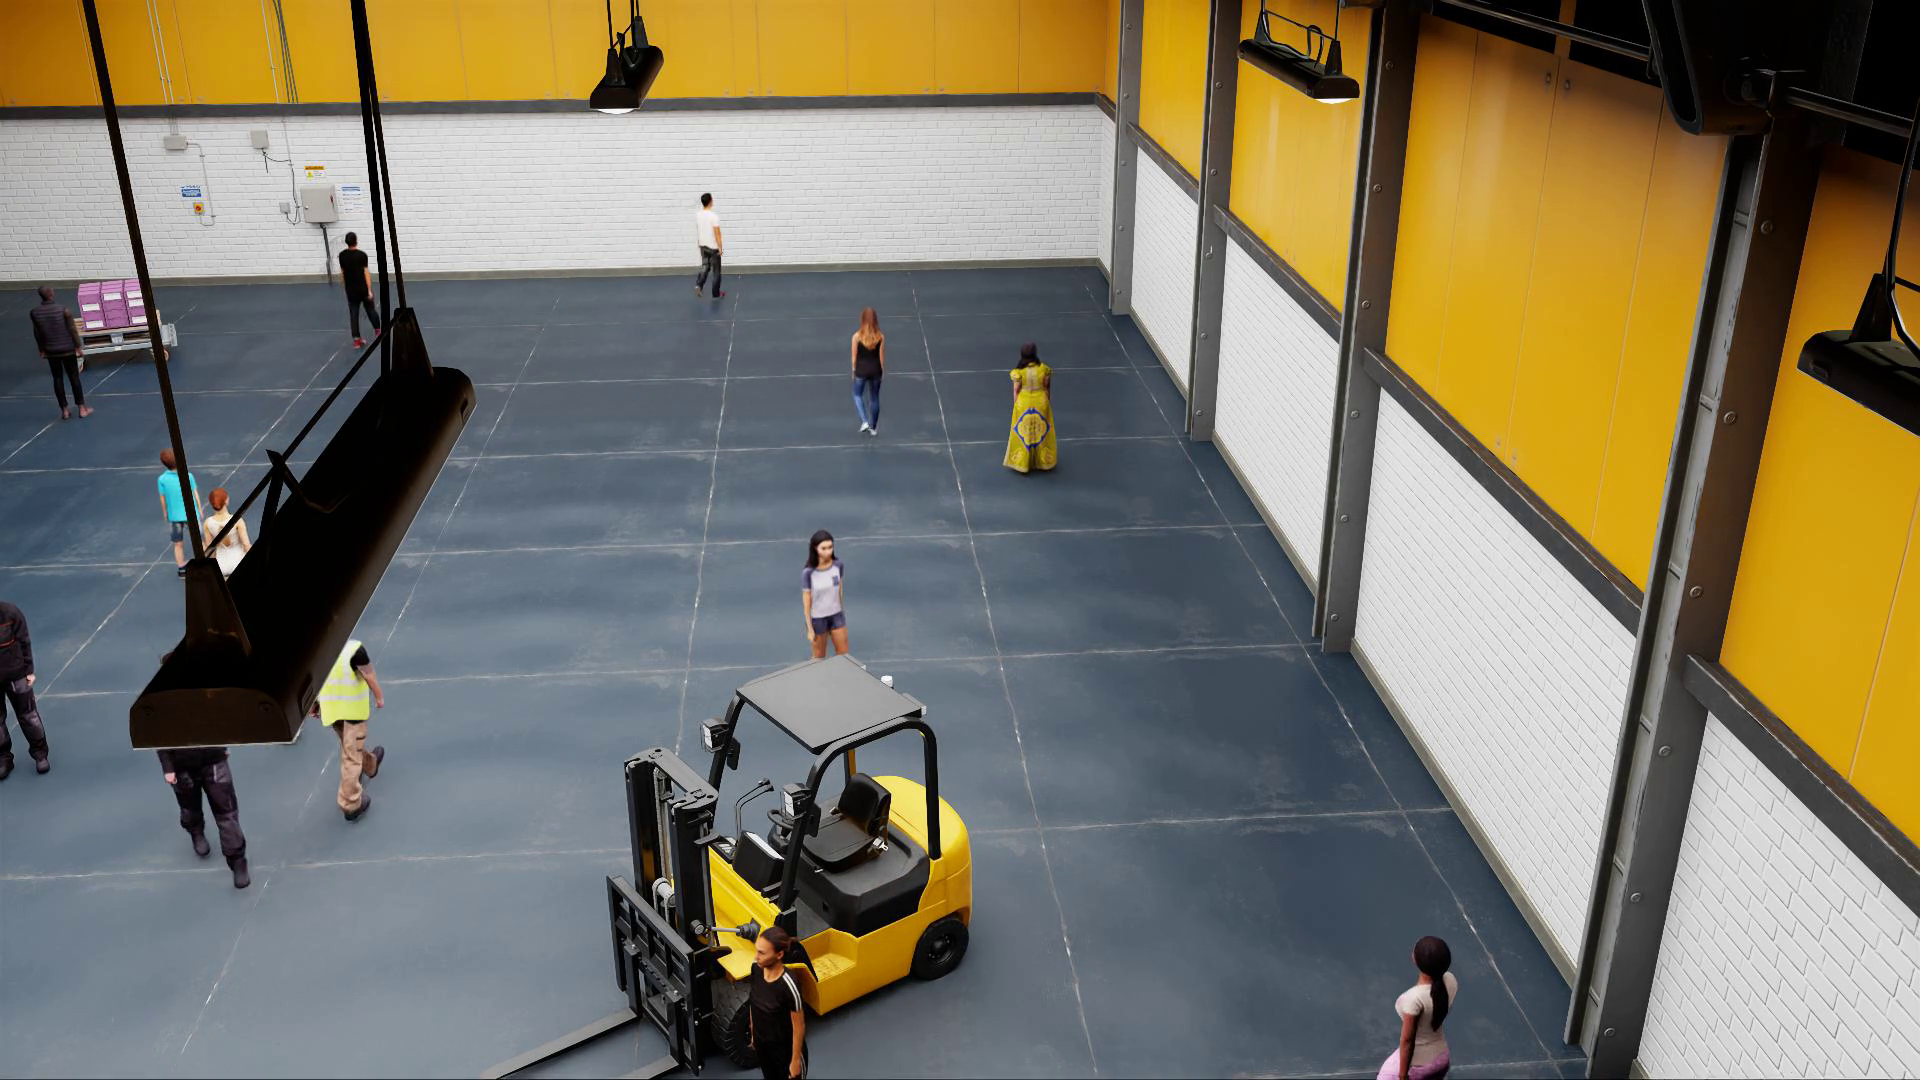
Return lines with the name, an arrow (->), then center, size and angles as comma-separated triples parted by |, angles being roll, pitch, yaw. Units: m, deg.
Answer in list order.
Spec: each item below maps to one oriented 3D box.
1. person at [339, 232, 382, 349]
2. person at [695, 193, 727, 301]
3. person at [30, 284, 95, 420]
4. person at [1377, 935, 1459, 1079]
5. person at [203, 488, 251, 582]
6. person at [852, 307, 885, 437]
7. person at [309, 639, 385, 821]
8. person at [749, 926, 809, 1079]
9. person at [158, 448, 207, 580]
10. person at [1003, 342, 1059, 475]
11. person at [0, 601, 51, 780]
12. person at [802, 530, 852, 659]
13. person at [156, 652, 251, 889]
person -> -9.154, -3.753, 25.188 | 0.782, 1.719, 1.139 | 2, 24, 5
person -> -4.212, -4.849, 27.604 | 0.906, 1.791, 1.000 | 13, 27, 26
person -> -12.043, -2.528, 22.240 | 0.691, 1.835, 0.567 | -3, 24, -7
person -> 2.717, 3.068, 9.578 | 0.712, 1.724, 0.769 | -12, 27, -26
person -> -7.035, 0.268, 16.082 | 0.546, 1.643, 0.477 | -3, 24, -6
person -> -1.178, -2.135, 21.497 | 0.617, 1.710, 0.682 | -5, 24, -12
person -> -4.952, 1.392, 13.328 | 0.922, 1.789, 1.235 | 4, 24, 10
person -> -1.061, 2.980, 9.848 | 0.711, 1.668, 0.628 | -22, 32, -40
person -> -8.227, -0.289, 17.600 | 0.581, 1.449, 0.553 | -8, 25, -17
person -> 0.875, -1.619, 20.381 | 0.868, 1.658, 0.794 | -4, 24, -9
person -> -8.014, 1.117, 13.899 | 0.774, 1.837, 0.681 | -9, 25, -20
person -> -1.264, 0.695, 15.010 | 0.701, 1.720, 0.739 | -13, 27, -27
person -> -5.806, 1.670, 12.597 | 1.069, 1.868, 1.319 | -15, 28, -30
